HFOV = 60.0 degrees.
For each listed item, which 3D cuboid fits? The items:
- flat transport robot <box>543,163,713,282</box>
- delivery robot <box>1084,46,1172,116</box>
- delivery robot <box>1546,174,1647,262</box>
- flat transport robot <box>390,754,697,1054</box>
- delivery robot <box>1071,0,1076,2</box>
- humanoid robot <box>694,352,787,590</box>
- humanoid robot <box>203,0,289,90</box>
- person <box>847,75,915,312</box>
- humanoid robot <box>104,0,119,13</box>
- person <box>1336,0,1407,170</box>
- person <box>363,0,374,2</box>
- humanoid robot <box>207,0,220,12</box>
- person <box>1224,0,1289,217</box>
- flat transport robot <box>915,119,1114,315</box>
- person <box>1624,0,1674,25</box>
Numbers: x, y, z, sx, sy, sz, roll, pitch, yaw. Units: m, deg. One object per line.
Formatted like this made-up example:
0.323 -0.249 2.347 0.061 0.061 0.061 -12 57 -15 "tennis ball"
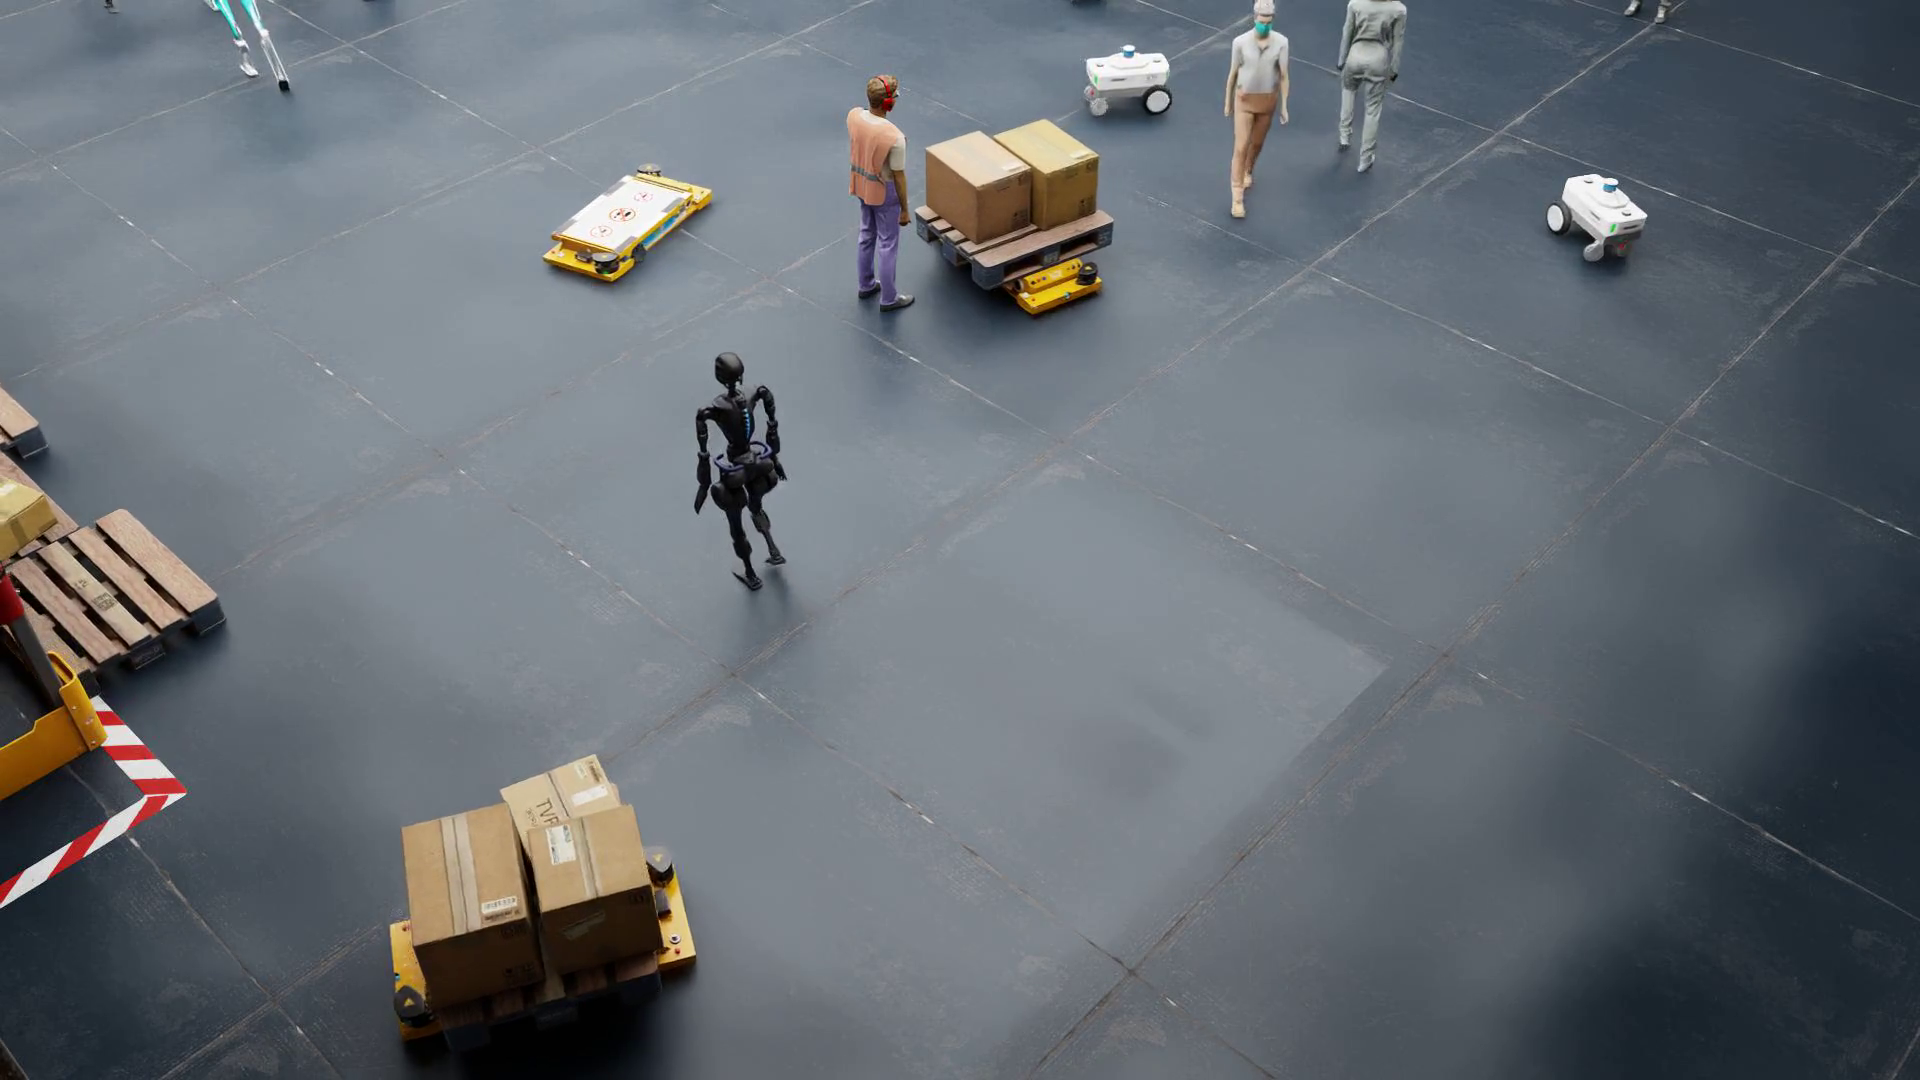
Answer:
-2.660 -2.562 13.374 0.659 0.231 1.431 19 45 20 "flat transport robot"
1.501 -4.138 14.897 0.759 0.575 0.499 -7 42 -7 "delivery robot"
5.065 -2.594 13.197 0.523 0.596 0.767 -12 43 -13 "delivery robot"
-2.093 1.991 8.314 1.431 0.231 0.659 -13 43 -14 "flat transport robot"
1.181 -5.822 16.798 0.499 0.614 0.790 -10 43 -11 "delivery robot"
-1.298 -0.382 9.902 0.616 1.645 0.365 -29 49 -28 "humanoid robot"
-6.452 -4.874 14.890 0.552 1.826 0.895 -30 50 -29 "humanoid robot"
-0.594 -2.510 12.144 0.376 1.838 0.561 -33 51 -31 "person"
-8.589 -5.972 16.123 0.611 1.642 0.549 -27 48 -26 "humanoid robot"
3.411 -3.998 13.893 0.528 1.712 0.668 12 43 13 "person"
-6.011 -6.260 16.297 0.419 1.866 0.553 -25 48 -25 "person"
-7.596 -6.122 16.277 0.552 1.750 0.989 -22 46 -22 "humanoid robot"
2.383 -3.522 13.357 0.493 1.723 0.727 1 42 1 "person"
0.423 -2.264 13.043 0.659 0.231 1.431 -24 47 -24 "flat transport robot"
6.798 -5.898 15.915 0.574 1.830 0.389 23 47 23 "person"
